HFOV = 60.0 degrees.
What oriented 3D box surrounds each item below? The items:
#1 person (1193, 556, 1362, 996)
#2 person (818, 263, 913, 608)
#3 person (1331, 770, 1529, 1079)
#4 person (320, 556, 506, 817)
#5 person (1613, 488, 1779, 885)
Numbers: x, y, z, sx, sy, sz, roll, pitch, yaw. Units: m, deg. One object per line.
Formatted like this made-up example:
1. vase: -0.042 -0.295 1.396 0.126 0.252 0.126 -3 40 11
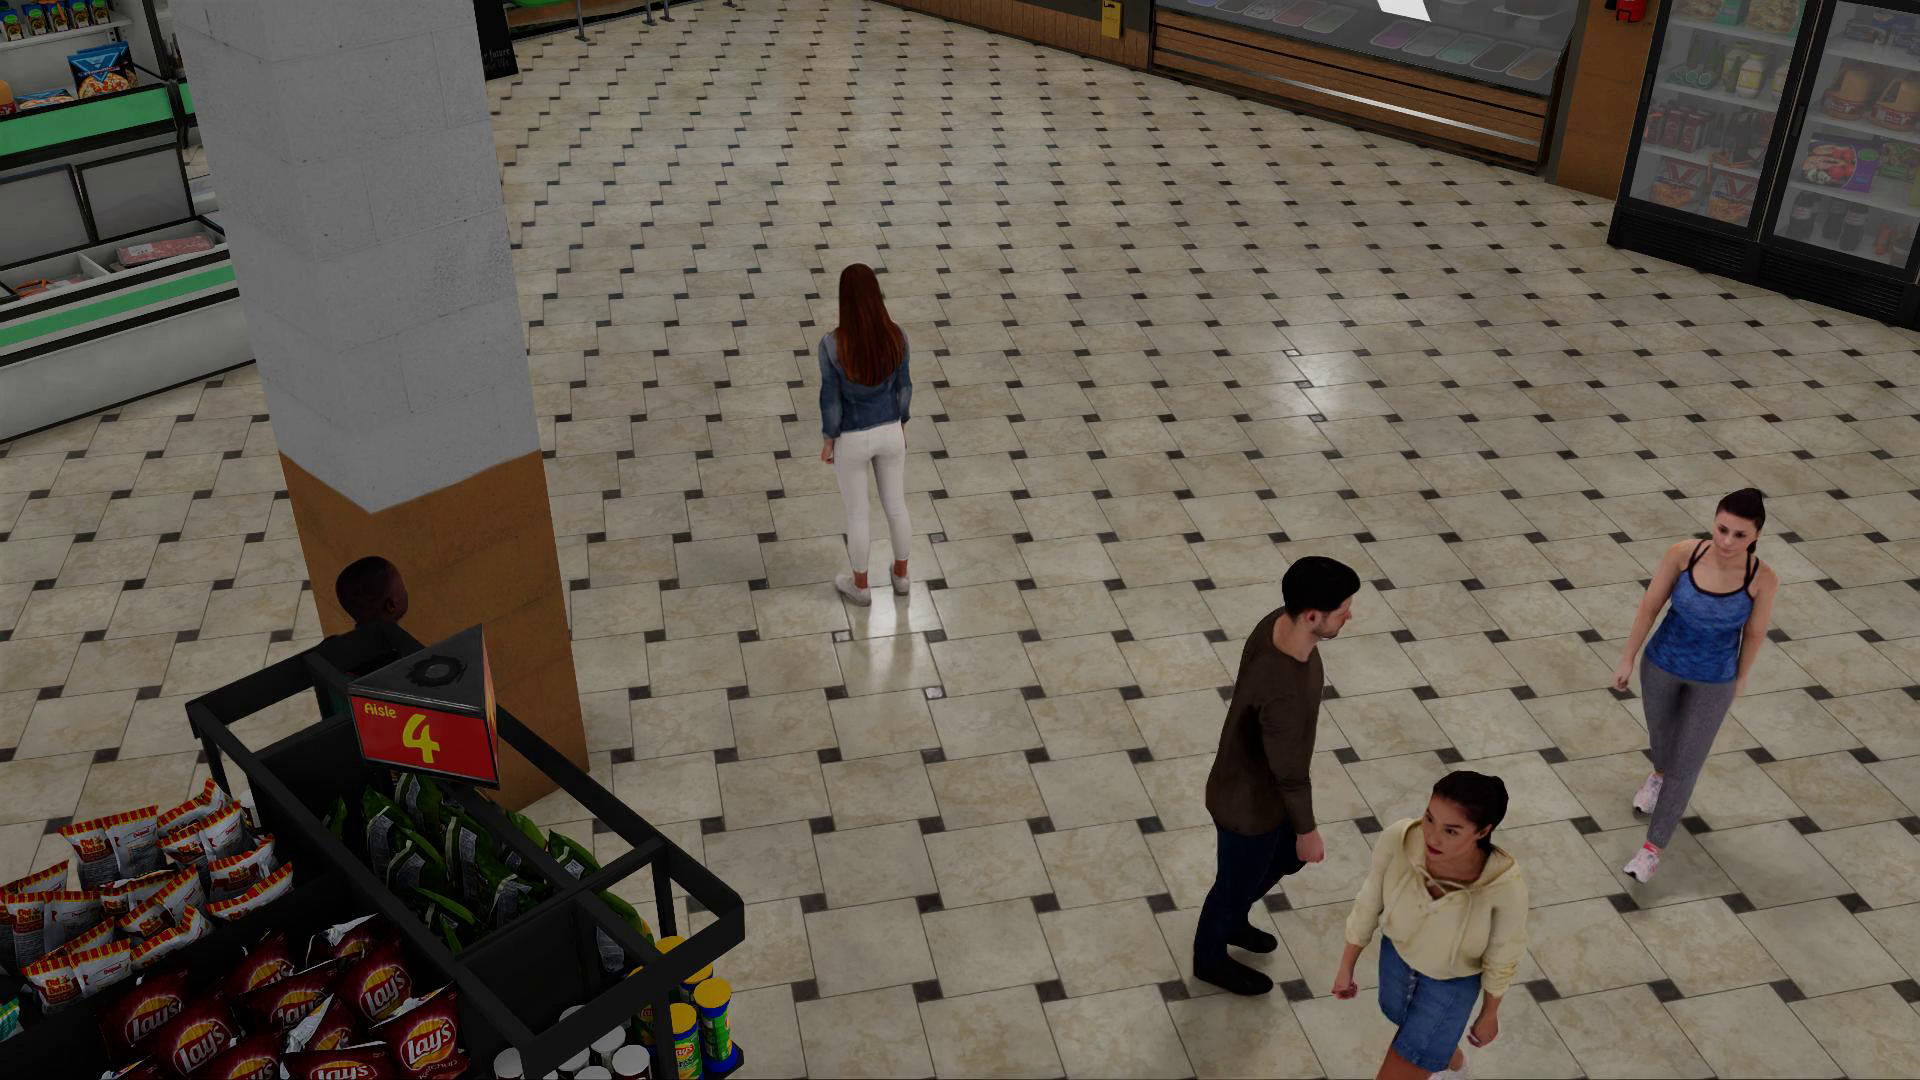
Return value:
1. person: 0.905 0.814 5.517 0.860 1.864 0.756 6 32 9
2. person: -0.419 -0.464 7.725 0.580 1.700 0.735 -13 34 -20
3. person: 1.434 1.307 4.984 1.121 1.589 0.654 -27 41 -36
4. person: -1.839 0.931 5.389 0.757 1.800 1.216 25 40 35
5. person: 2.796 0.473 6.340 0.633 1.573 1.030 24 39 33
